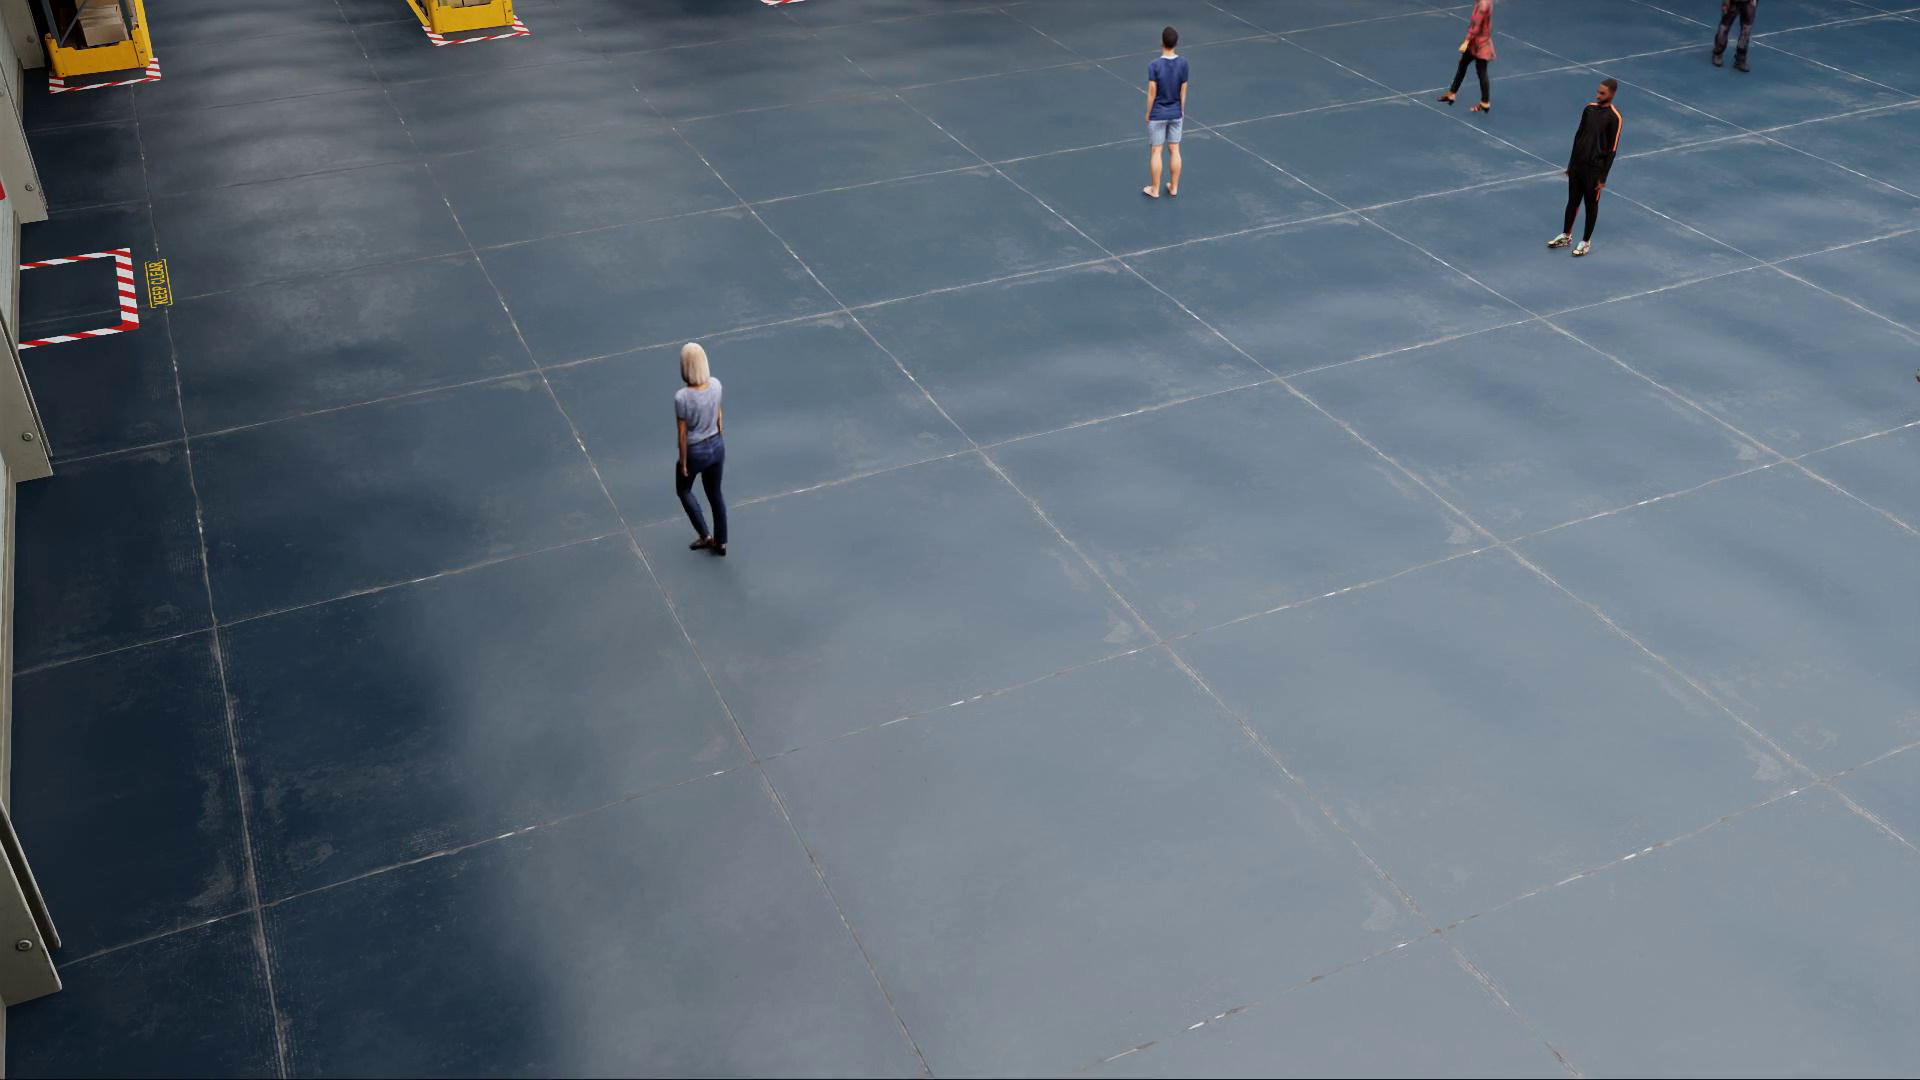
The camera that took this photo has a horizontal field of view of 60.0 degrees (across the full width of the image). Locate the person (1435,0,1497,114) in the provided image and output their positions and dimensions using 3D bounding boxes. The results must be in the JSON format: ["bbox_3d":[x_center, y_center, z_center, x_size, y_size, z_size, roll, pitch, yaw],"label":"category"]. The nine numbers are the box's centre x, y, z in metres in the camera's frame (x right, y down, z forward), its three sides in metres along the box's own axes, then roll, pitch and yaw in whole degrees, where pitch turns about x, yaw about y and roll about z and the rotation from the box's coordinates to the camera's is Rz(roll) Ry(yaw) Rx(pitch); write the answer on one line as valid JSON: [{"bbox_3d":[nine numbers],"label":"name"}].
[{"bbox_3d":[6.525,-6.114,20.600,0.990,1.675,0.961,7,34,10],"label":"person"}]

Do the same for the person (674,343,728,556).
[{"bbox_3d":[-1.834,-0.608,12.100,0.654,1.712,0.646,-27,42,-35],"label":"person"}]

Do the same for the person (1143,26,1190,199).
[{"bbox_3d":[2.261,-4.679,18.235,0.656,1.849,0.620,-7,34,-11],"label":"person"}]

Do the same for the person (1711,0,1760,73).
[{"bbox_3d":[10.405,-7.260,22.247,1.027,1.802,1.157,5,33,7],"label":"person"}]

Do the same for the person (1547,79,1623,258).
[{"bbox_3d":[6.421,-3.811,16.935,0.713,1.810,0.524,-21,38,-28],"label":"person"}]
